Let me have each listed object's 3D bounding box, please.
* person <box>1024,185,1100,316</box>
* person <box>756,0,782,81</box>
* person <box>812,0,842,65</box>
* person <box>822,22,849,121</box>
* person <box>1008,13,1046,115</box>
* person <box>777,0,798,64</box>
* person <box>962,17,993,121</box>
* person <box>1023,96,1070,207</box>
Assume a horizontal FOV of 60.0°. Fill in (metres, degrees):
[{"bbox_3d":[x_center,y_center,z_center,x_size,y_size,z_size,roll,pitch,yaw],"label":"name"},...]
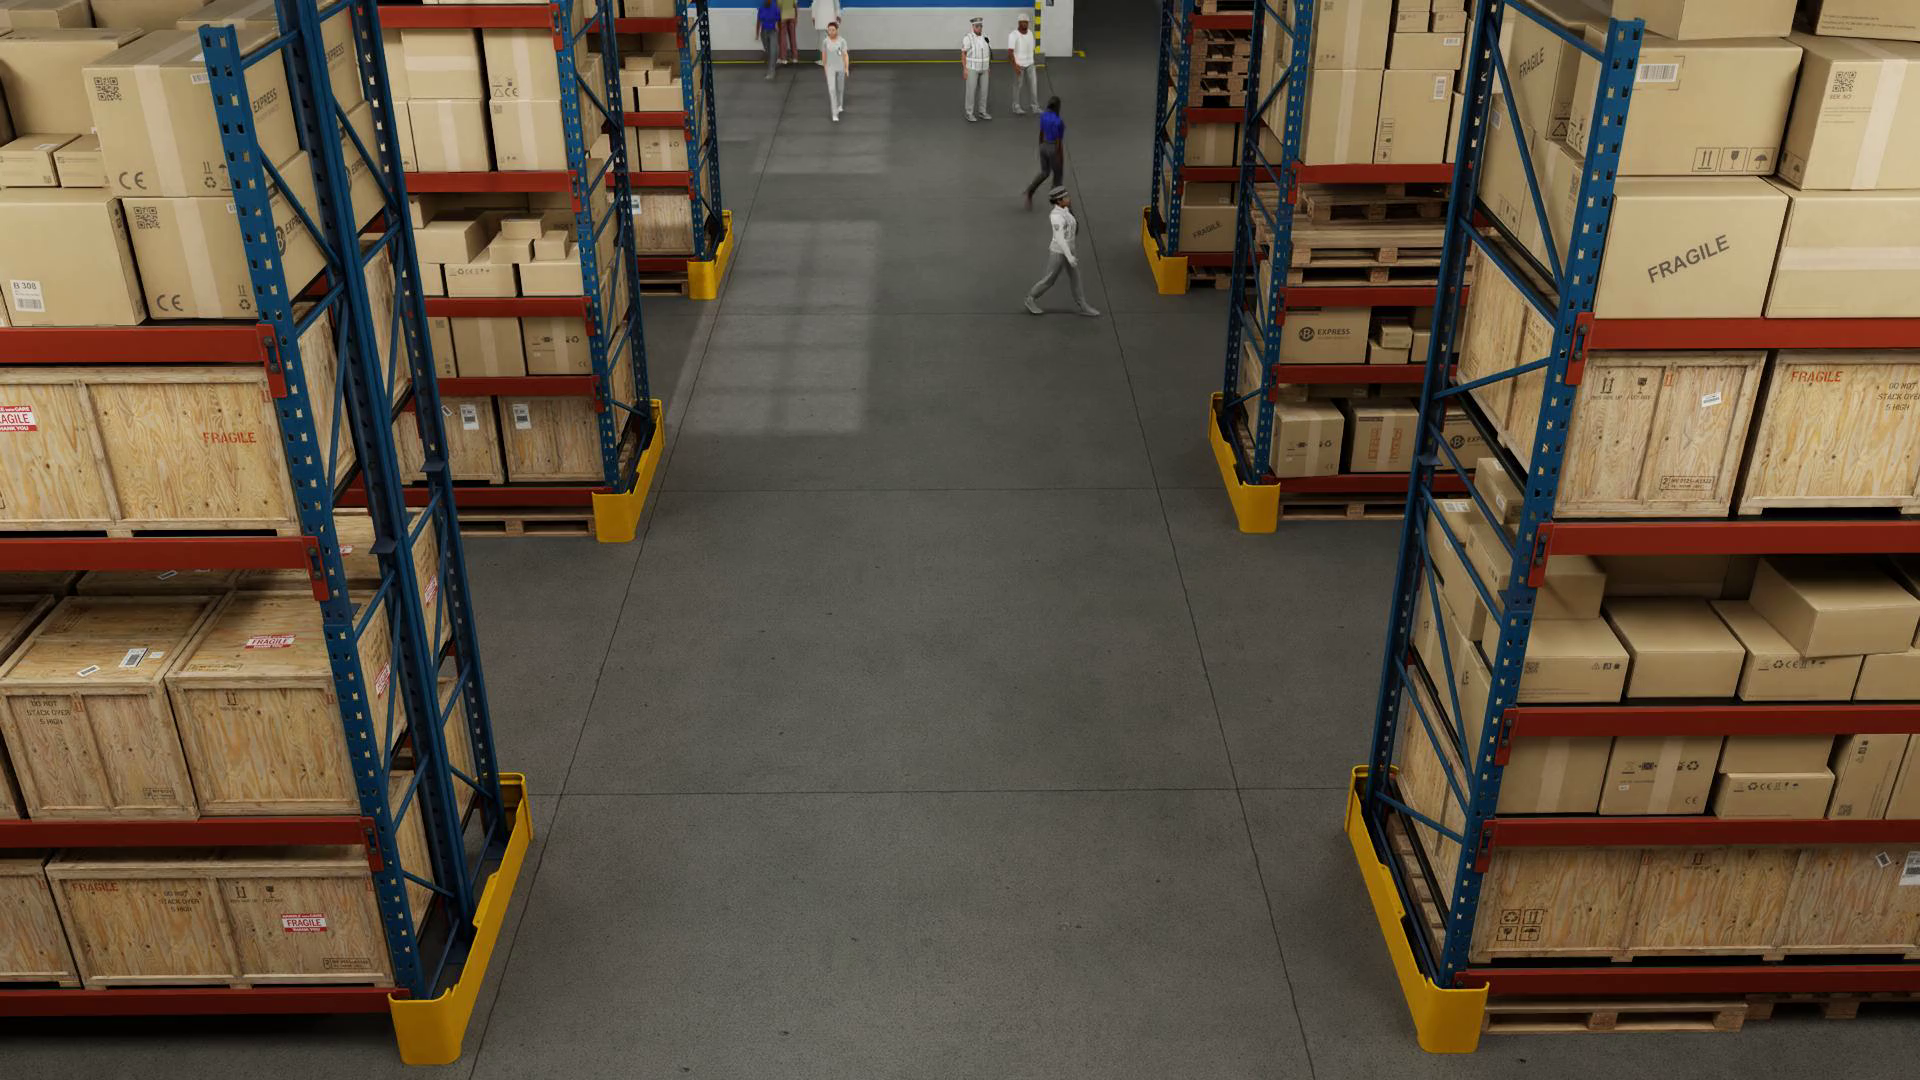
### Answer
[{"bbox_3d":[1.284,-3.601,20.685,0.961,1.651,0.485,10,30,19],"label":"person"},{"bbox_3d":[-3.702,-9.706,32.067,0.443,1.620,0.918,8,29,15],"label":"person"},{"bbox_3d":[-2.663,-10.468,33.374,0.631,1.802,0.493,-11,30,-19],"label":"person"},{"bbox_3d":[-2.206,-8.372,29.581,0.452,1.633,0.985,-5,29,-9],"label":"person"},{"bbox_3d":[1.197,-8.432,29.583,0.628,1.754,0.785,-17,32,-28],"label":"person"},{"bbox_3d":[-3.471,-10.432,33.369,0.450,1.673,0.367,-15,32,-26],"label":"person"},{"bbox_3d":[0.315,-8.346,29.423,0.529,1.771,0.414,-14,31,-25],"label":"person"},{"bbox_3d":[1.314,-5.765,24.724,0.724,1.656,0.494,-22,35,-34],"label":"person"}]
